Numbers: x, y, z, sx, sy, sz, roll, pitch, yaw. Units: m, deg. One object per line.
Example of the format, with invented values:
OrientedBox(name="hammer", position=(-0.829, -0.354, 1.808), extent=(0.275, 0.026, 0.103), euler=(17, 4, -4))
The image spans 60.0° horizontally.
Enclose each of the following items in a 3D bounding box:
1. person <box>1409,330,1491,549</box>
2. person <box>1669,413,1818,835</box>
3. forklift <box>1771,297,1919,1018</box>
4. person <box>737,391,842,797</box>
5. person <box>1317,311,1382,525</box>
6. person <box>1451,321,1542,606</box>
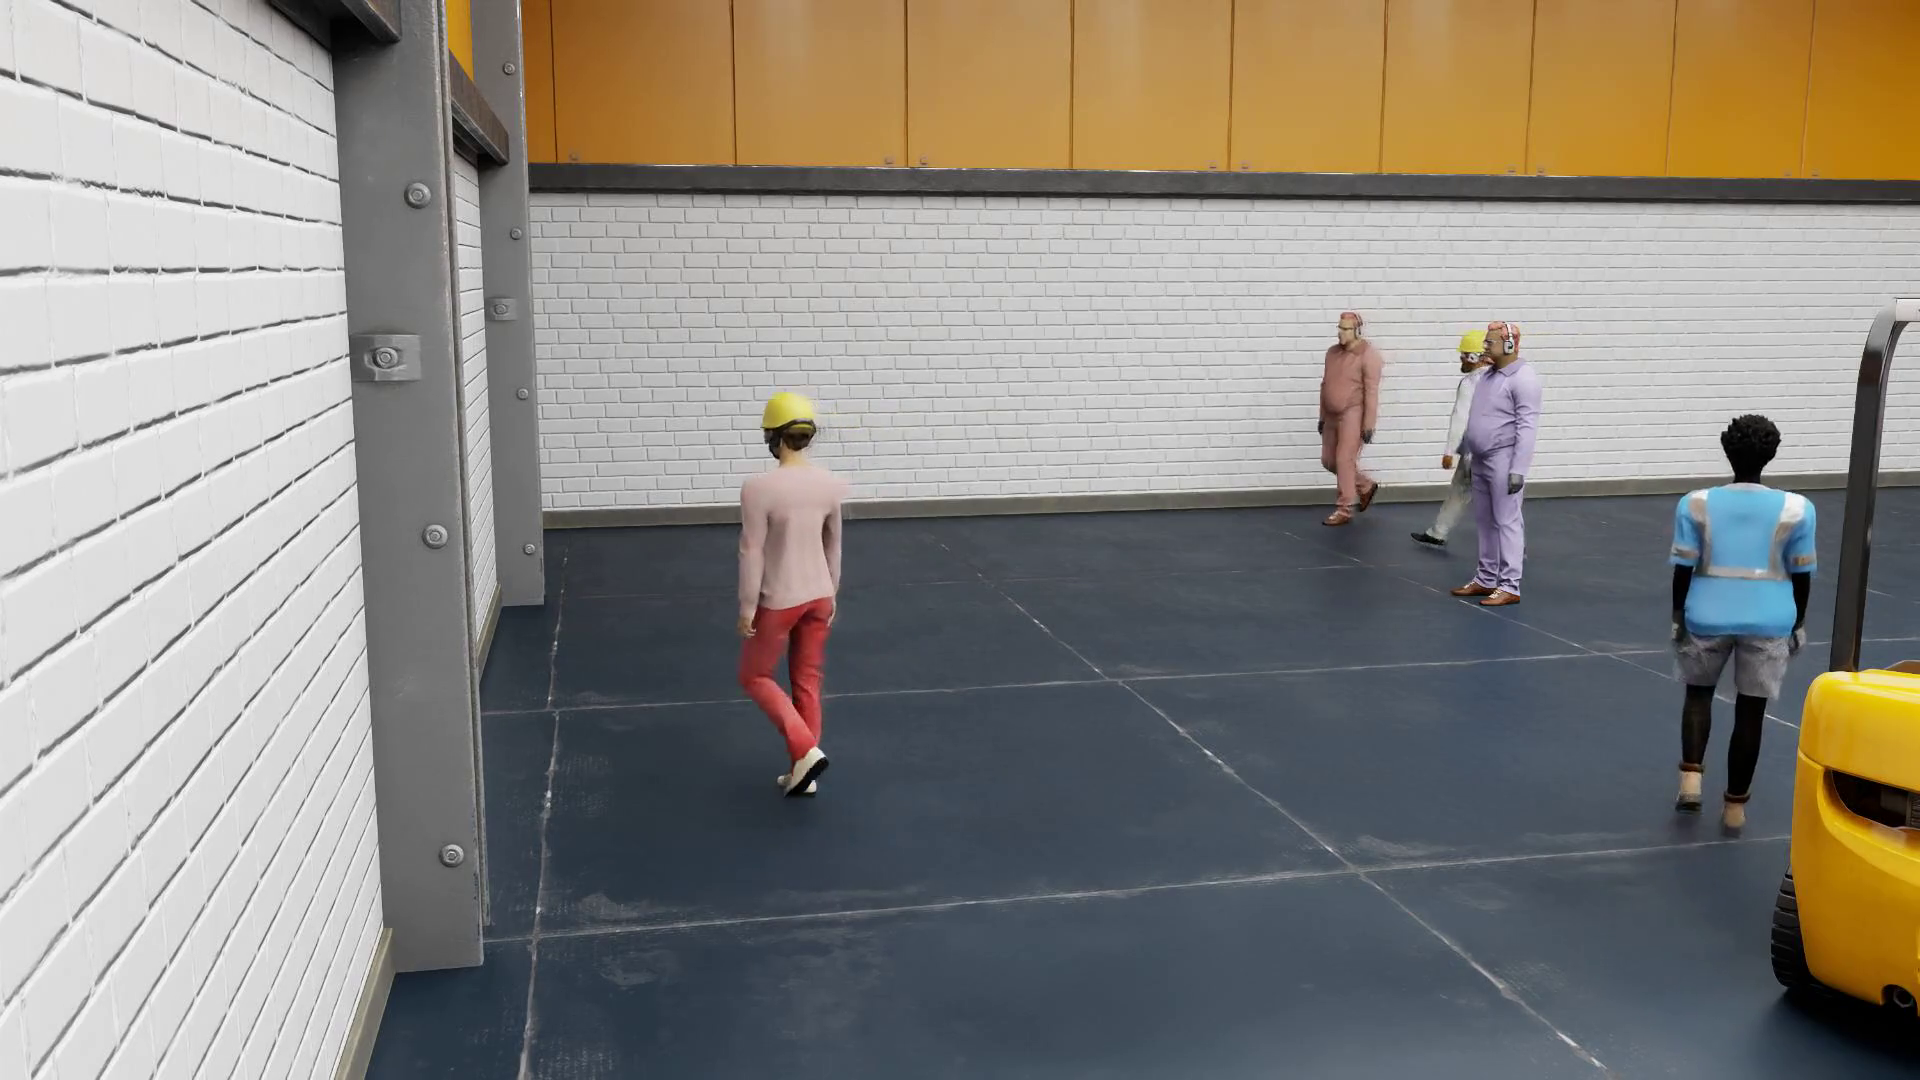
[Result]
OrientedBox(name="person", position=(4.029, -0.758, 13.092), extent=(0.953, 1.780, 0.614), euler=(7, 12, 36))
OrientedBox(name="person", position=(3.129, 0.337, 6.682), extent=(0.532, 1.685, 0.377), euler=(5, 11, 28))
OrientedBox(name="forklift", position=(3.542, 0.334, 5.177), extent=(2.313, 2.155, 1.214), euler=(-9, 13, -43))
OrientedBox(name="person", position=(-0.704, 0.250, 7.027), extent=(0.539, 1.750, 0.421), euler=(-9, 13, -43))
OrientedBox(name="person", position=(3.480, -1.083, 14.740), extent=(0.645, 1.885, 0.653), euler=(-5, 10, -26))
OrientedBox(name="person", position=(3.614, -0.515, 11.224), extent=(0.409, 1.907, 0.650), euler=(-2, 10, -11))
